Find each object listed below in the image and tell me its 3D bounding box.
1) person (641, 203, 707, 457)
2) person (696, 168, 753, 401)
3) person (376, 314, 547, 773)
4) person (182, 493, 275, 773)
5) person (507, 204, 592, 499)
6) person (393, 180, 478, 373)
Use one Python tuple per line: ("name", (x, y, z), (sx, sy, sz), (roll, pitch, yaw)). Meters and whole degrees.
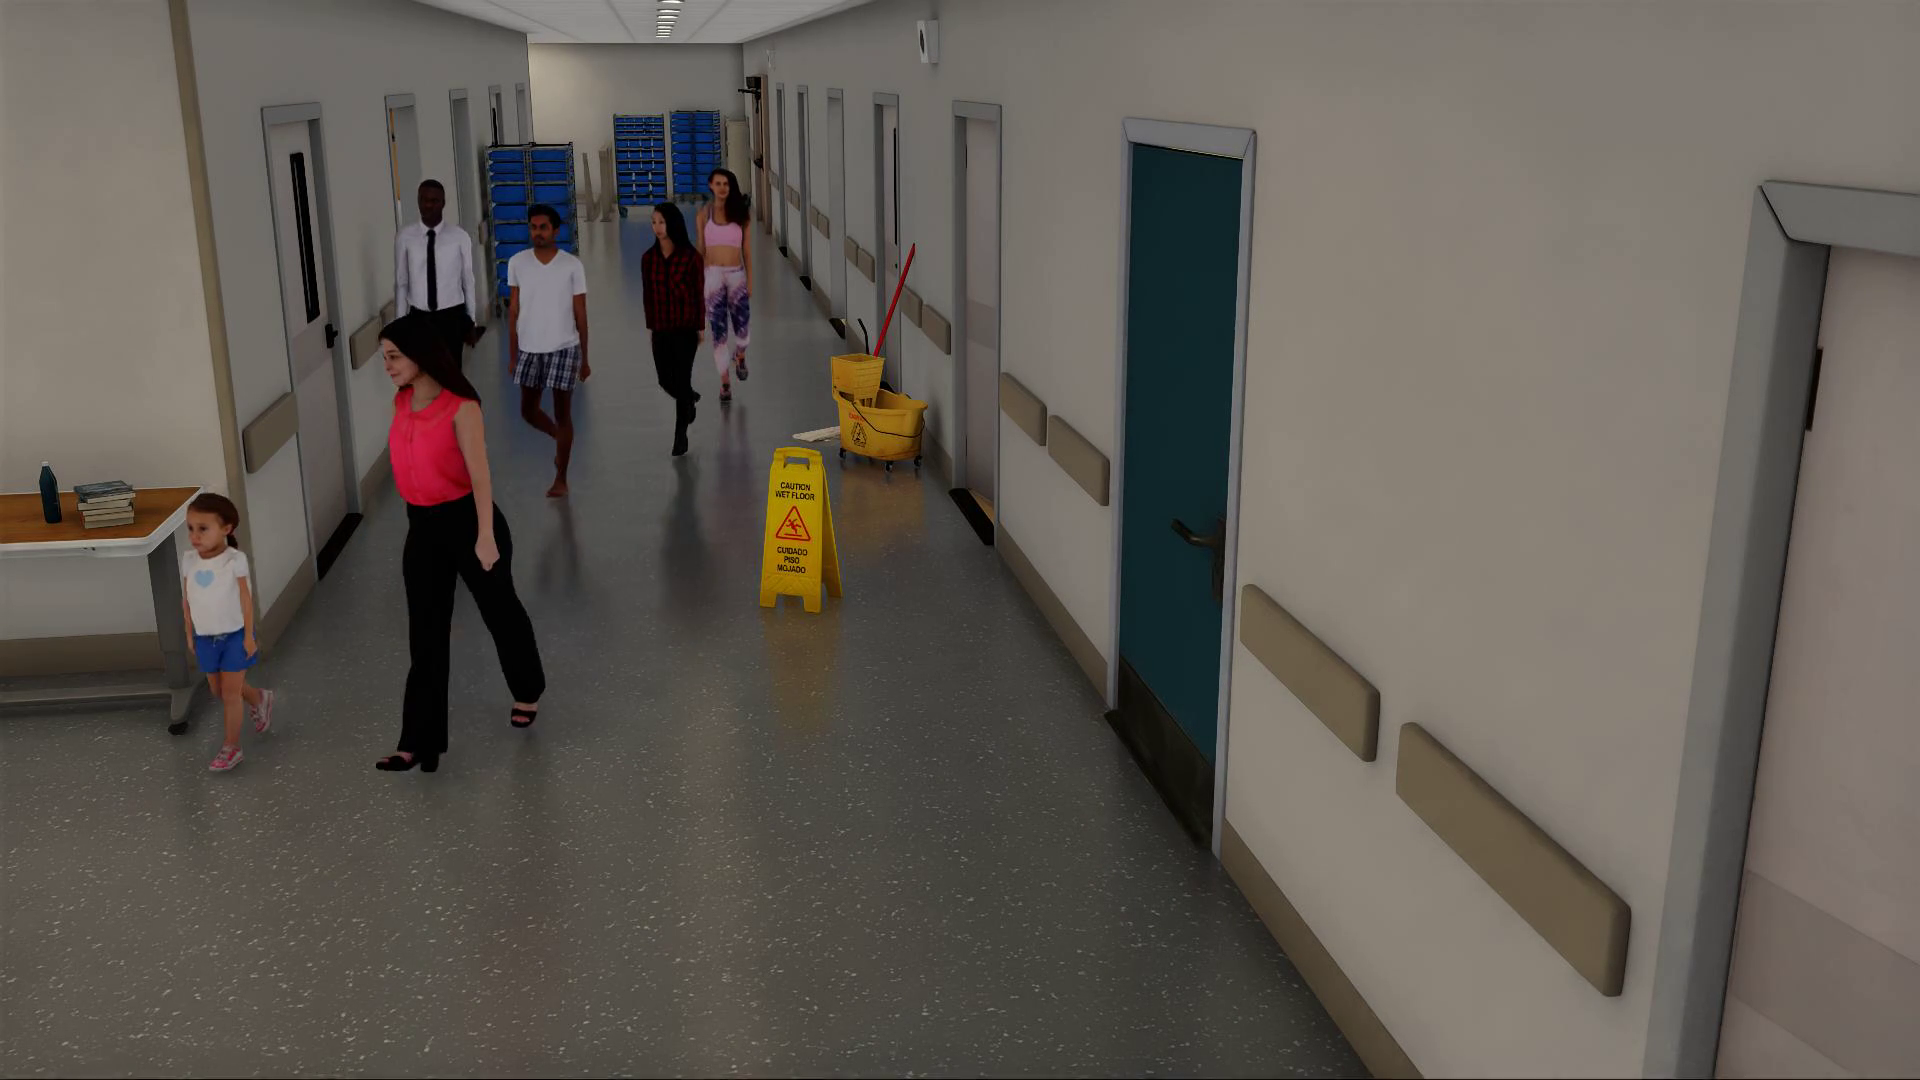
("person", (-1.866, -1.403, 11.041), (0.740, 1.639, 0.928), (2, 16, 7))
("person", (-1.825, -1.976, 12.859), (0.587, 1.757, 0.842), (-2, 16, -7))
("person", (-1.809, 0.006, 6.092), (1.024, 1.614, 1.187), (6, 17, 20))
("person", (-2.674, 0.317, 6.101), (0.563, 1.011, 0.712), (3, 16, 11))
("person", (-2.442, -1.147, 9.981), (0.782, 1.722, 0.922), (2, 16, 5))
("person", (-3.274, -1.332, 10.506), (0.680, 1.795, 1.227), (-2, 16, -6))
